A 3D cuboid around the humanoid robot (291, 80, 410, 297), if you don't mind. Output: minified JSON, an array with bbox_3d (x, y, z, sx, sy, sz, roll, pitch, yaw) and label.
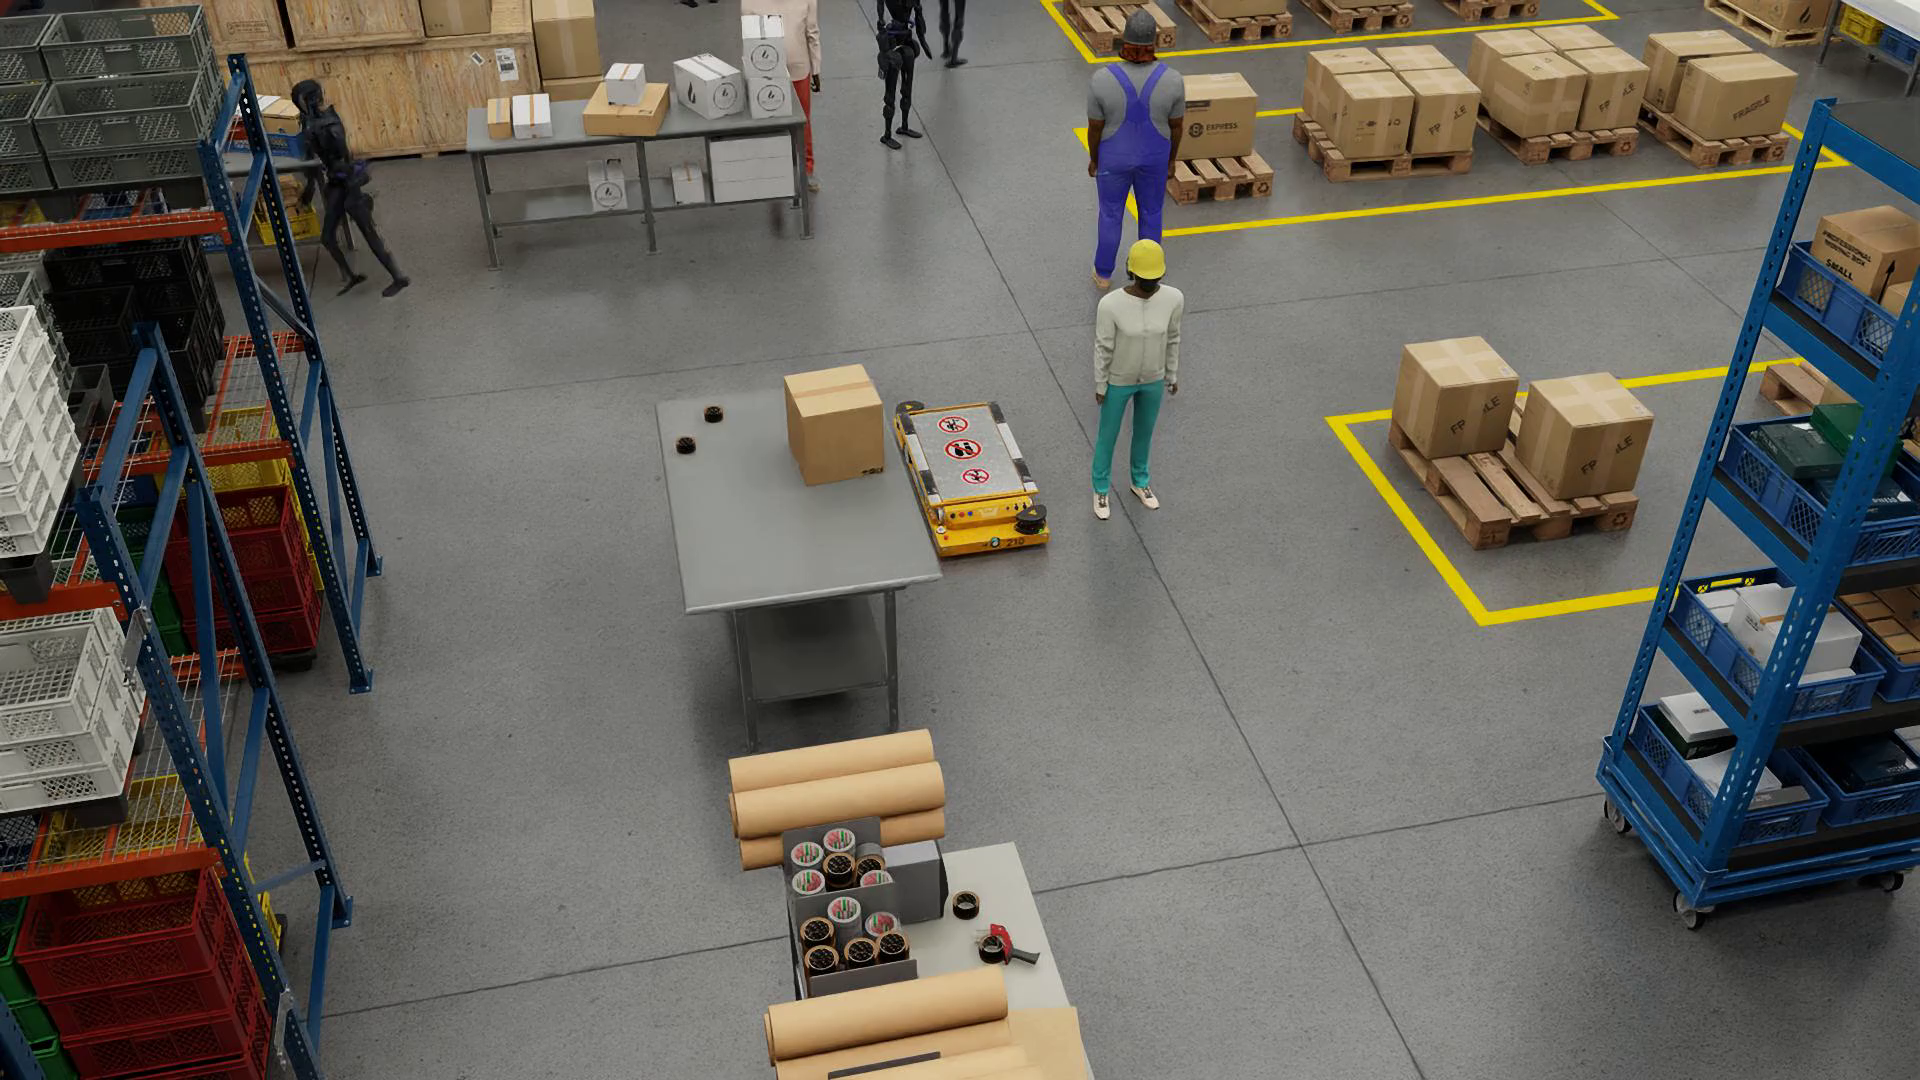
[{"bbox_3d":[-4.327,-2.469,11.709,0.657,1.627,0.559,27,44,31],"label":"humanoid robot"}]

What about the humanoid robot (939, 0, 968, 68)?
[{"bbox_3d":[-0.061,-5.257,15.446,0.598,1.660,0.385,21,41,26],"label":"humanoid robot"}]

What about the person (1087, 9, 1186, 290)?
[{"bbox_3d":[1.213,-2.745,11.761,0.680,2.000,0.538,0,37,0],"label":"person"}]

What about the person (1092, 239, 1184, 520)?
[{"bbox_3d":[1.012,-0.921,9.535,0.523,1.769,0.324,-9,38,-12],"label":"person"}]

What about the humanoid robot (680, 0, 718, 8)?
[{"bbox_3d":[-2.715,-6.254,16.767,0.589,1.657,0.327,-20,41,-24],"label":"humanoid robot"}]

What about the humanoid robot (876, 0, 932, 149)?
[{"bbox_3d":[-0.491,-4.133,13.917,0.320,1.657,0.600,25,43,29],"label":"humanoid robot"}]

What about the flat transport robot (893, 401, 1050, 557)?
[{"bbox_3d":[0.046,-0.430,10.108,0.652,0.197,1.431,-8,37,-10],"label":"flat transport robot"}]

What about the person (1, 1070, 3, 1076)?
[{"bbox_3d":[-2.814,2.215,5.224,0.578,1.884,0.353,23,42,27],"label":"person"}]

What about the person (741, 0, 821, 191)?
[{"bbox_3d":[-1.390,-3.673,13.054,0.607,1.987,0.400,-6,37,-8],"label":"person"}]
